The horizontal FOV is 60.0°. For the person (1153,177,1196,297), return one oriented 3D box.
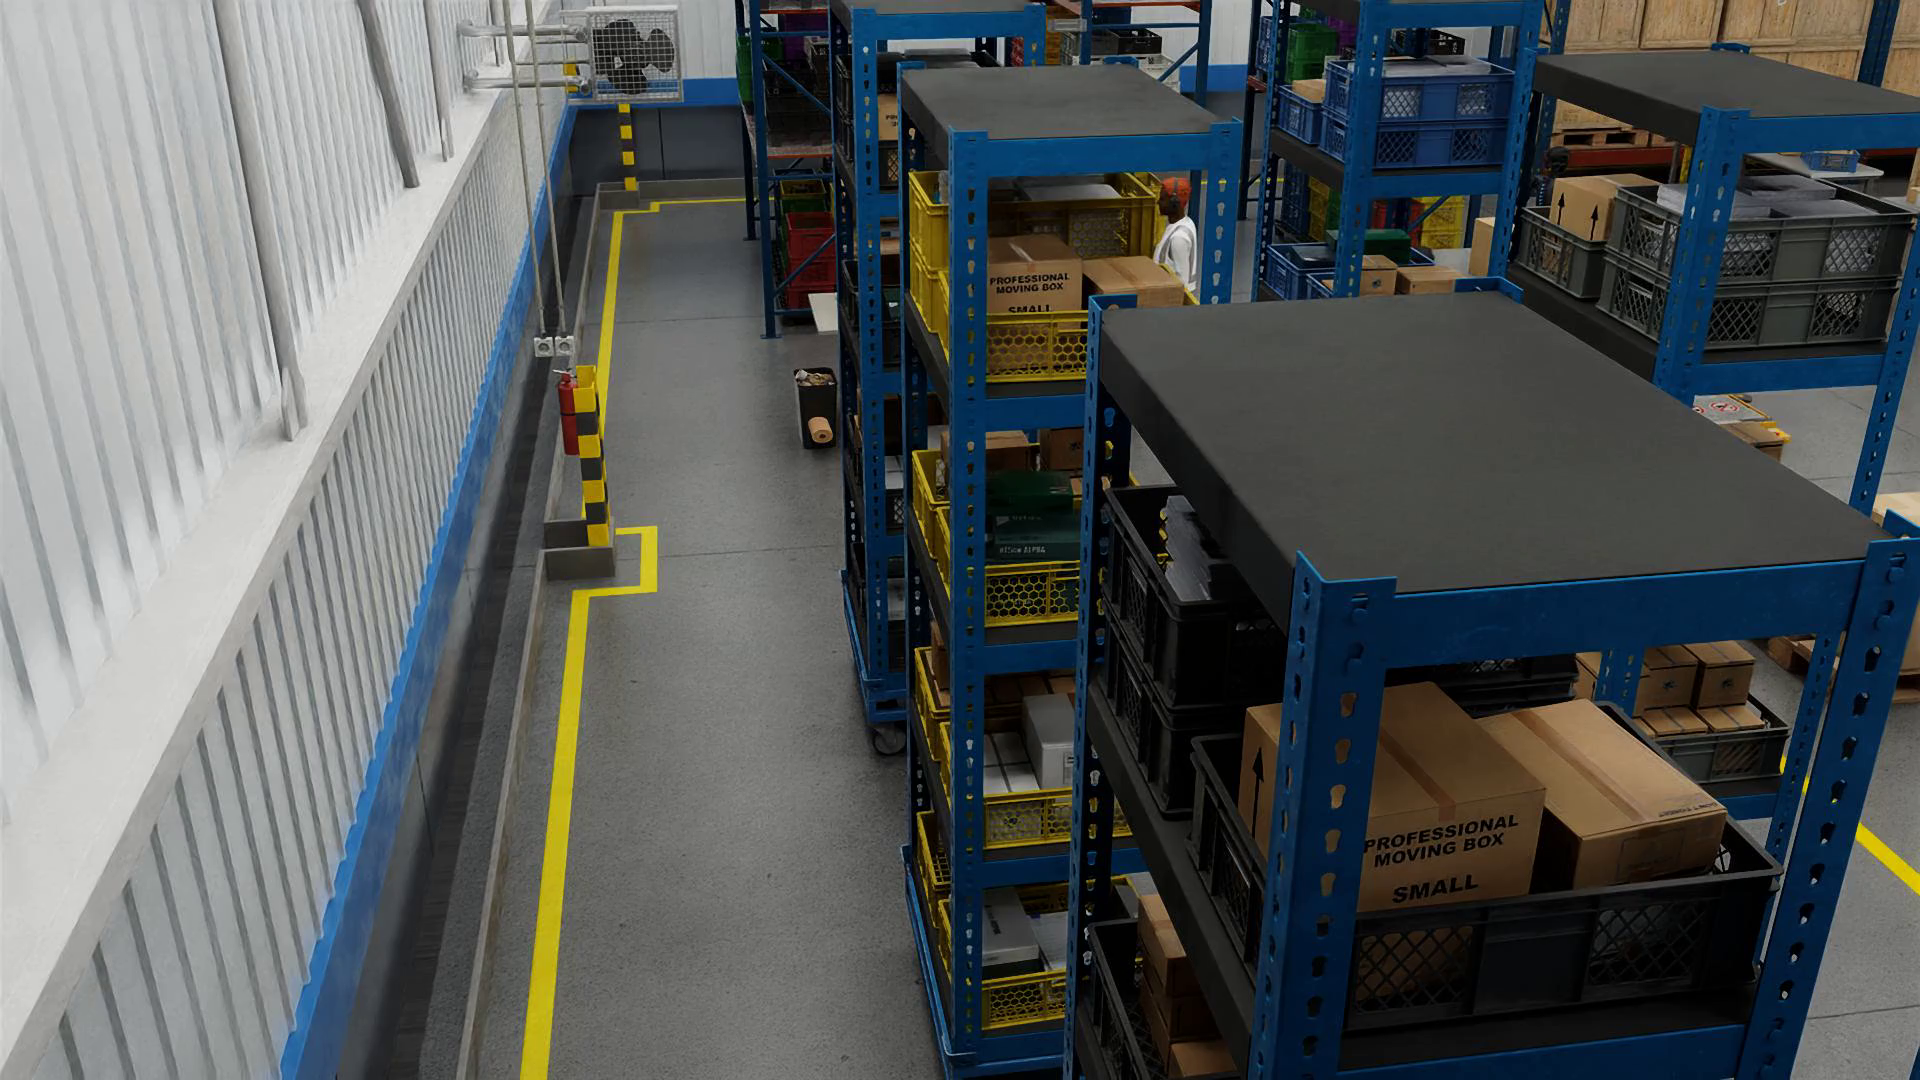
[{"bbox_3d":[1.523,-1.681,12.021,0.344,1.882,0.584,2,25,5],"label":"person"}]

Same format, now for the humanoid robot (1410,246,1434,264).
[{"bbox_3d":[2.980,-1.137,11.067,0.598,1.657,0.324,6,25,13],"label":"humanoid robot"}]

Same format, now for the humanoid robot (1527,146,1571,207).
[{"bbox_3d":[4.911,-2.477,13.981,0.315,1.657,0.610,-18,30,-34],"label":"humanoid robot"}]

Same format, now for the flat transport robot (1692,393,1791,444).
[{"bbox_3d":[5.224,-0.859,12.132,1.431,0.197,0.652,-4,25,-8],"label":"flat transport robot"}]
